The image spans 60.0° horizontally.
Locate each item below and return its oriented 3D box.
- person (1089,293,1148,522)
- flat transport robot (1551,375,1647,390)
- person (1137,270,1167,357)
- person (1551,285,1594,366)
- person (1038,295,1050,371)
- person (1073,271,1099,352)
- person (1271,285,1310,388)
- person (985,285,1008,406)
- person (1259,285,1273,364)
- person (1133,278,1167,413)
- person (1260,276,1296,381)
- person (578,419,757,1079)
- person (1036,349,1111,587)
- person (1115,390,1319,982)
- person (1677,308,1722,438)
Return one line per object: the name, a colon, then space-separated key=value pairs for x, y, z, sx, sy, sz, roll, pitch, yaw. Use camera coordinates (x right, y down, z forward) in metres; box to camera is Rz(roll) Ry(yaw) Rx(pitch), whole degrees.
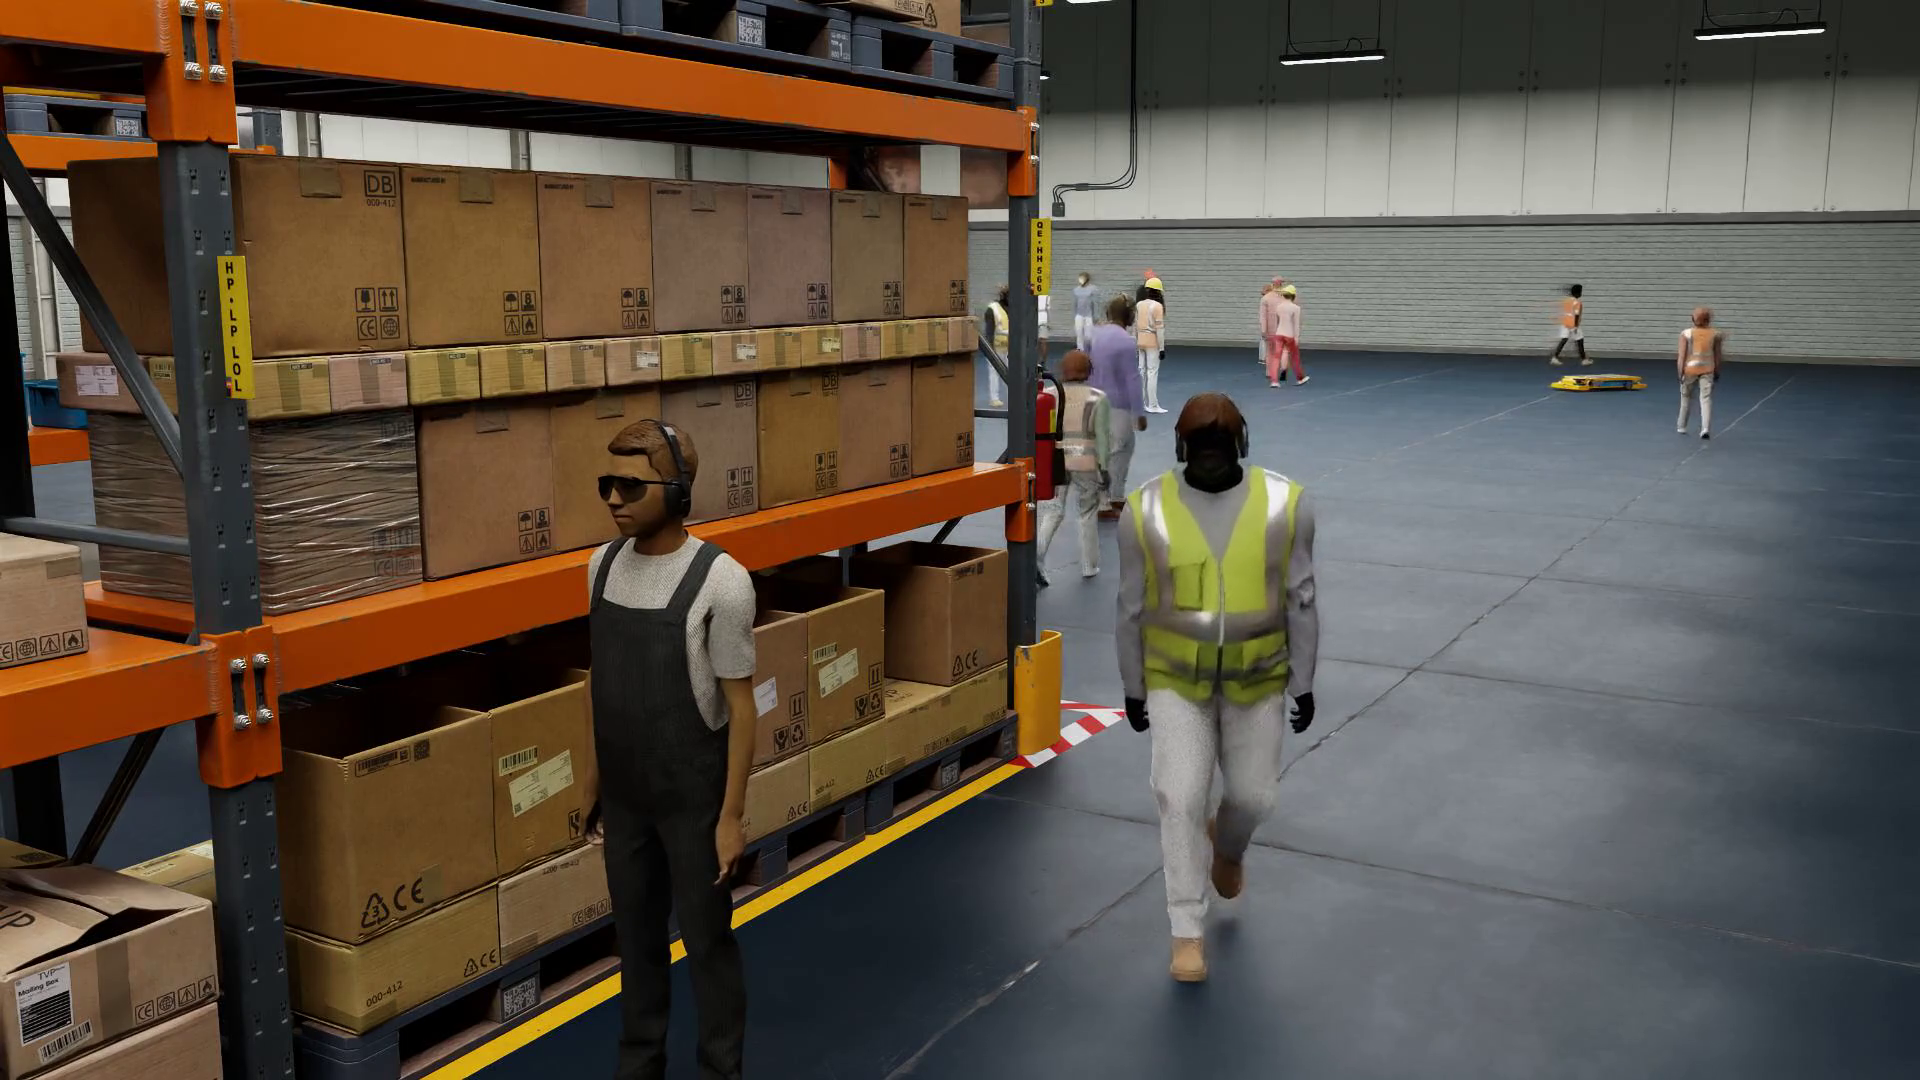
person: x=1.384 y=-1.104 z=13.961 sx=0.663 sy=1.913 sz=0.652 roll=-4 pitch=10 yaw=-20
flat transport robot: x=10.678 y=-2.639 z=27.762 sx=1.431 sy=0.197 sz=0.652 roll=-4 pitch=10 yaw=-20
person: x=4.118 y=-4.916 z=36.250 sx=0.609 sy=1.940 sz=1.072 roll=-5 pitch=11 yaw=-29
person: x=12.474 y=-4.366 z=33.842 sx=0.864 sy=1.650 sz=0.539 roll=-2 pitch=10 yaw=-11
person: x=1.466 y=-4.278 z=32.587 sx=0.569 sy=1.893 sz=0.965 roll=-4 pitch=11 yaw=-24
person: x=2.674 y=-4.698 z=34.991 sx=0.634 sy=1.921 sz=0.697 roll=6 pitch=12 yaw=33
person: x=5.622 y=-3.462 z=28.340 sx=0.548 sy=1.720 sz=0.919 roll=9 pitch=13 yaw=43
person: x=0.691 y=-2.827 z=24.411 sx=0.654 sy=1.790 sz=0.945 roll=-4 pitch=11 yaw=-25
person: x=6.380 y=-4.479 z=34.550 sx=0.264 sy=1.632 sz=0.508 roll=-1 pitch=10 yaw=-4
person: x=2.710 y=-2.757 z=23.646 sx=0.382 sy=1.917 sz=0.585 roll=-7 pitch=12 yaw=-34
person: x=5.729 y=-3.810 z=29.966 sx=0.643 sy=1.879 sz=0.934 roll=0 pitch=10 yaw=2
person: x=-0.722 y=0.626 z=4.046 sx=0.504 sy=1.847 sz=0.344 roll=6 pitch=11 yaw=30
person: x=0.740 y=-0.490 z=11.304 sx=0.555 sy=1.601 sz=0.777 roll=4 pitch=11 yaw=24
person: x=0.804 y=0.425 z=5.301 sx=0.635 sy=1.821 sz=0.679 roll=1 pitch=10 yaw=4
person: x=9.131 y=-2.065 z=20.534 sx=0.535 sy=1.597 sz=0.864 roll=2 pitch=10 yaw=11
